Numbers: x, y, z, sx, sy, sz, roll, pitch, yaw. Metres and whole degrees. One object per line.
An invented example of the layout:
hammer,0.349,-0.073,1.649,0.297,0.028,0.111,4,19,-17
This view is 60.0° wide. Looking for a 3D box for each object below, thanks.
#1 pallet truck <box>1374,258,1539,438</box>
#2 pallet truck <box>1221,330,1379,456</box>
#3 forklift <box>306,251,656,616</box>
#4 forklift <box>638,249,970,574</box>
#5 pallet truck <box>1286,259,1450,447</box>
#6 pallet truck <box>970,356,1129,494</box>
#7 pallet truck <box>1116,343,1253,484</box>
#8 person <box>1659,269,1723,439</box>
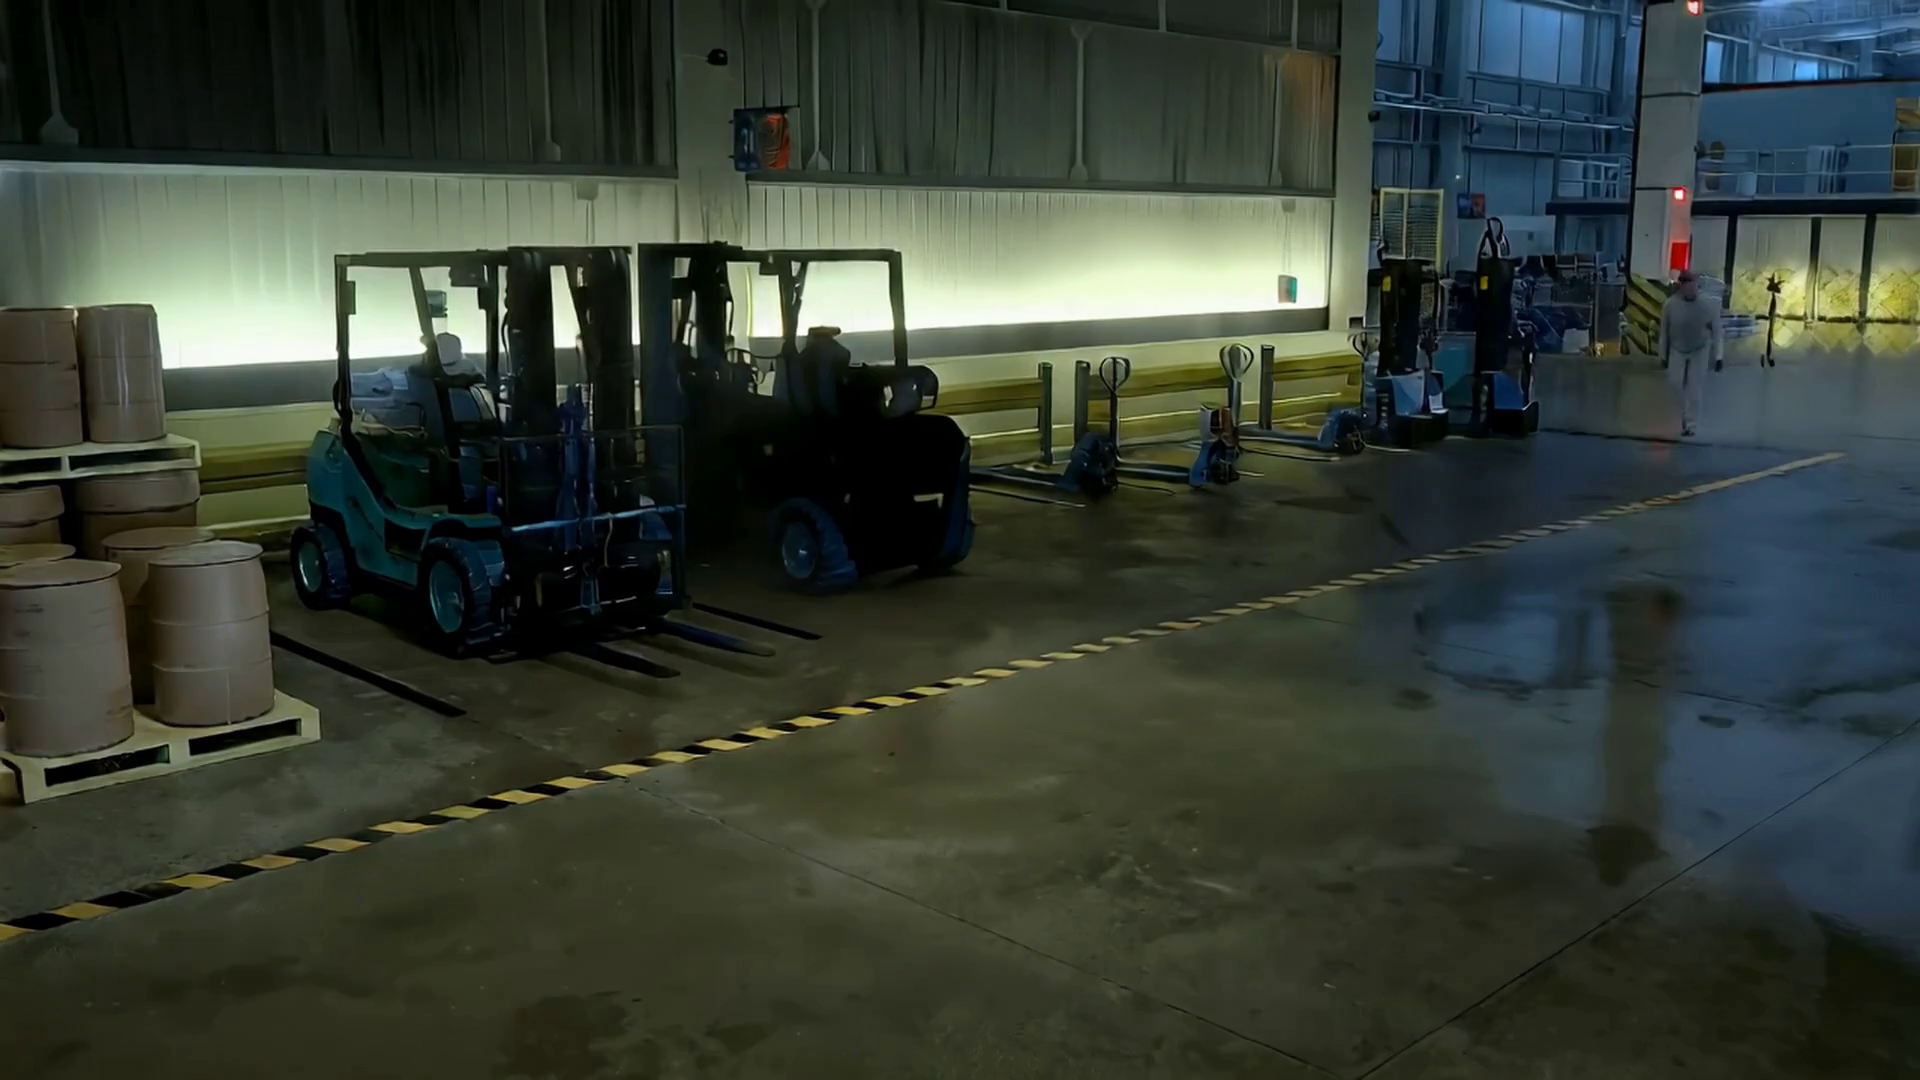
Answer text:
pallet truck,5.704,-2.208,18.901,1.885,1.965,0.823,10,14,43
pallet truck,3.563,-1.581,17.381,0.653,1.274,1.630,-10,14,-44
forklift,-2.833,-0.669,9.694,1.157,1.987,2.680,-10,14,-44
forklift,-1.173,-0.958,11.239,2.680,1.987,1.157,10,14,43
pallet truck,4.493,-2.078,18.196,0.823,1.965,1.885,-9,14,-40
pallet truck,0.784,-1.085,14.876,0.680,1.201,1.601,-10,14,-44
pallet truck,1.962,-1.215,15.415,1.522,1.261,0.704,10,14,43
person,8.173,-2.086,18.574,0.668,1.884,0.752,8,13,38
